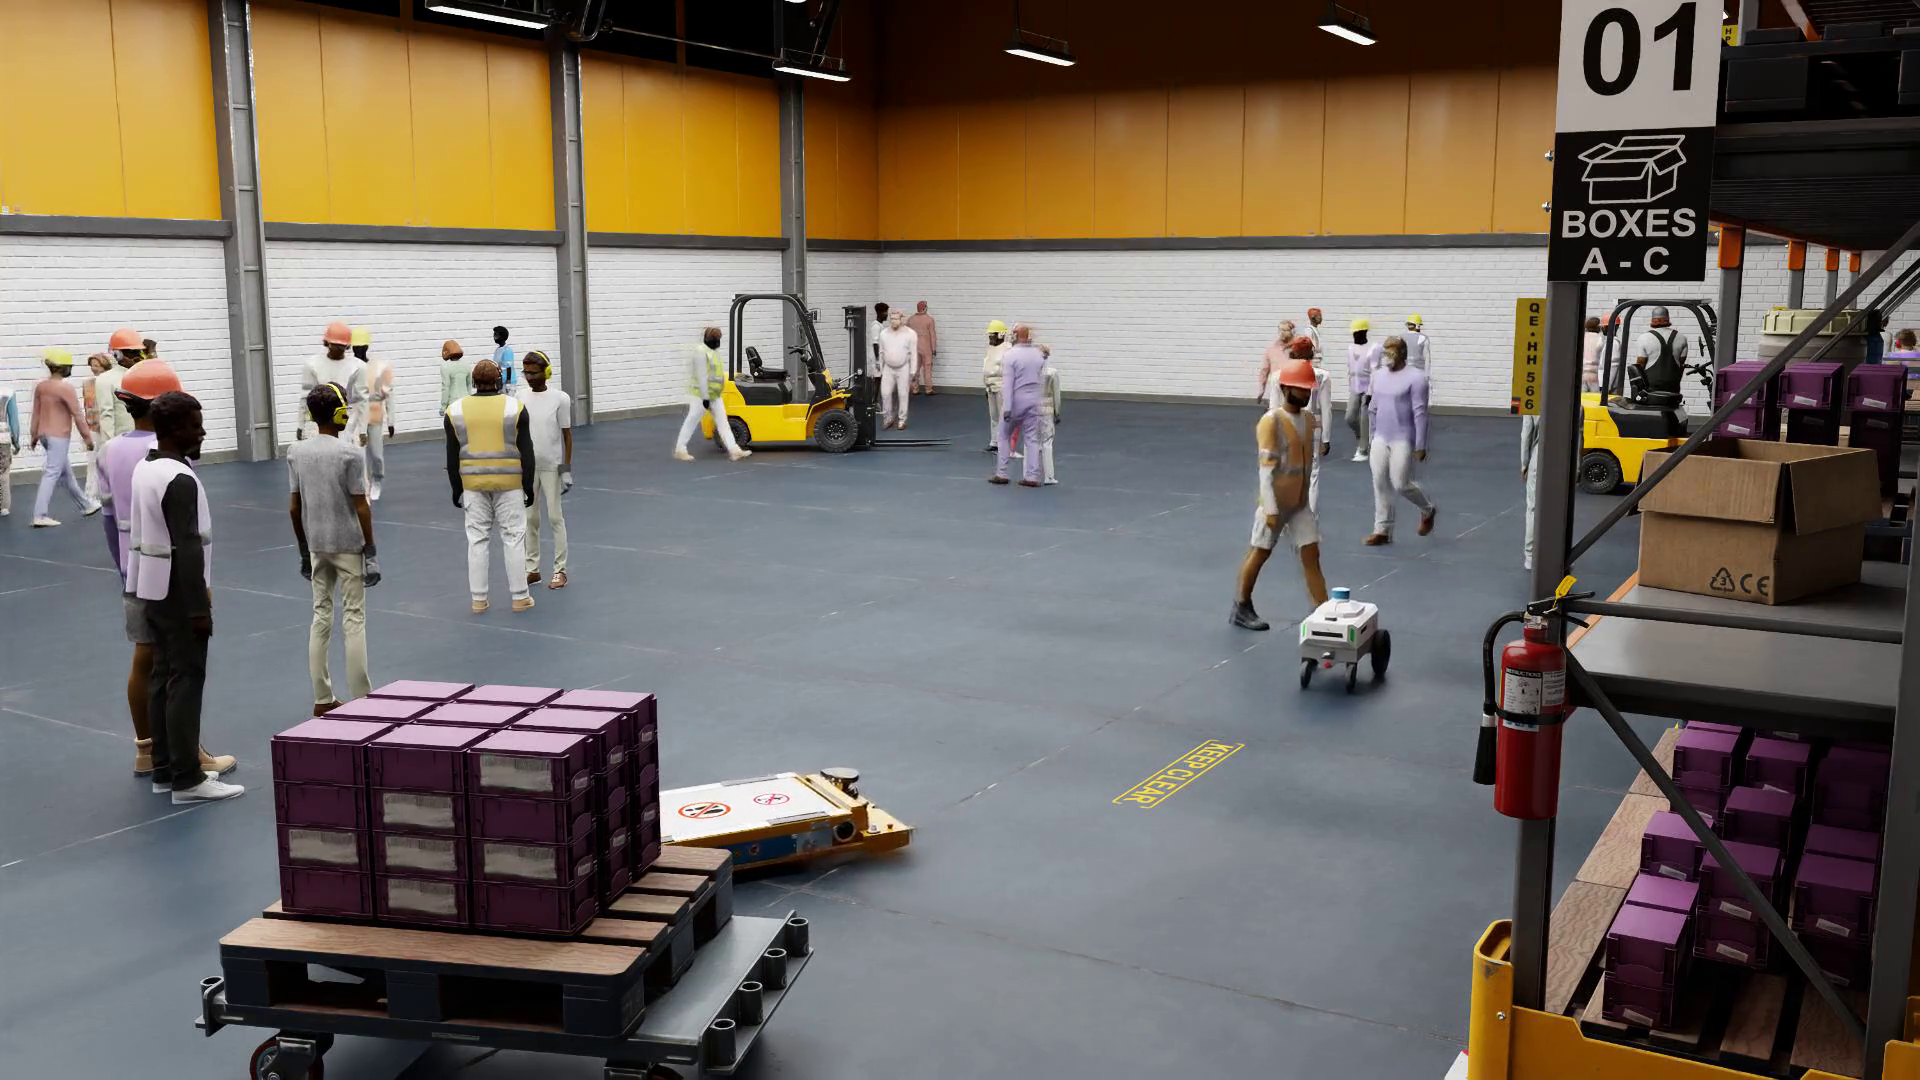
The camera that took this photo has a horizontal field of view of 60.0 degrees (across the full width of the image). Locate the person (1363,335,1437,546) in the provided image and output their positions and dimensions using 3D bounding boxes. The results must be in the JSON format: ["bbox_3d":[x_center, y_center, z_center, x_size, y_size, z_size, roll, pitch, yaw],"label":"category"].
[{"bbox_3d":[3.992,-0.901,15.045,0.687,1.915,0.629,-6,11,-32],"label":"person"}]

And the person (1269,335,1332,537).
[{"bbox_3d":[3.168,-0.958,15.491,0.574,1.884,0.355,3,10,18],"label":"person"}]

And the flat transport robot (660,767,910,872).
[{"bbox_3d":[-0.993,1.210,6.977,1.431,0.197,0.652,-5,10,-27],"label":"flat transport robot"}]

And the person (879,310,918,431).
[{"bbox_3d":[-0.996,-2.647,26.007,0.666,1.885,0.589,2,9,11],"label":"person"}]

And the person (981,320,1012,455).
[{"bbox_3d":[0.515,-2.067,22.572,0.403,1.830,0.601,-5,11,-30],"label":"person"}]

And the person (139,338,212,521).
[{"bbox_3d":[-7.569,-0.972,15.700,0.910,1.835,0.523,-4,10,-24],"label":"person"}]

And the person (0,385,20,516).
[{"bbox_3d":[-9.642,-0.987,16.540,0.519,1.612,0.820,-5,10,-30],"label":"person"}]

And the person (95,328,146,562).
[{"bbox_3d":[-7.001,-0.786,14.068,0.378,1.996,0.611,2,9,11],"label":"person"}]

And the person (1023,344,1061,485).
[{"bbox_3d":[0.917,-1.453,19.347,0.523,1.636,0.311,3,10,19],"label":"person"}]

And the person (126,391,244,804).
[{"bbox_3d":[-3.657,0.267,7.745,0.370,1.915,0.597,-8,12,-41],"label":"person"}]

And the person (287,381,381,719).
[{"bbox_3d":[-3.409,0.068,9.127,0.508,1.872,0.328,3,9,16],"label":"person"}]

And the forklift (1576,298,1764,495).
[{"bbox_3d":[7.954,-1.589,18.462,2.313,2.155,1.214,5,11,30],"label":"forklift"}]

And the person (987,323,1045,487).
[{"bbox_3d":[0.636,-1.564,19.273,0.666,1.873,0.800,-8,12,-40],"label":"person"}]

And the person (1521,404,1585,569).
[{"bbox_3d":[4.905,-0.615,13.786,0.492,1.742,0.321,5,10,27],"label":"person"}]

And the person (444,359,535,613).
[{"bbox_3d":[-3.386,-0.388,12.061,0.621,1.845,0.429,-1,9,-5],"label":"person"}]

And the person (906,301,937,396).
[{"bbox_3d":[-0.748,-3.866,33.564,0.636,1.911,0.406,4,10,26],"label":"person"}]

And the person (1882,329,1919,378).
[{"bbox_3d":[10.912,-1.528,19.288,0.863,1.812,0.436,8,12,41],"label":"person"}]

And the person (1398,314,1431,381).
[{"bbox_3d":[7.127,-2.644,26.200,0.587,1.825,0.404,6,11,32],"label":"person"}]

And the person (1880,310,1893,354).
[{"bbox_3d":[13.505,-2.432,24.517,0.361,1.939,0.635,-1,9,-7],"label":"person"}]

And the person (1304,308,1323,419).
[{"bbox_3d":[5.876,-2.912,27.687,0.355,1.885,0.575,3,10,20],"label":"person"}]

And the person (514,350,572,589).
[{"bbox_3d":[-3.268,-0.545,12.975,0.516,1.865,0.329,2,9,14],"label":"person"}]

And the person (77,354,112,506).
[{"bbox_3d":[-9.160,-1.196,17.850,0.532,1.606,0.771,2,9,11],"label":"person"}]

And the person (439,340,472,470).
[{"bbox_3d":[-6.295,-1.679,20.770,0.279,1.633,0.499,5,10,27],"label":"person"}]

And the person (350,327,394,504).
[{"bbox_3d":[-6.319,-1.312,17.668,0.590,1.899,0.882,-3,10,-17],"label":"person"}]

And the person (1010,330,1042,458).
[{"bbox_3d":[0.910,-1.957,22.224,0.797,1.733,0.537,-5,10,-28],"label":"person"}]

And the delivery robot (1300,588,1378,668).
[{"bbox_3d":[2.293,0.531,10.036,0.477,0.478,0.707,4,10,25],"label":"delivery robot"}]

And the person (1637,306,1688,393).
[{"bbox_3d":[9.395,-2.149,22.437,0.672,2.000,0.536,0,9,-2],"label":"person"}]

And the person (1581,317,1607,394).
[{"bbox_3d":[9.352,-2.389,24.633,0.637,1.804,0.866,7,12,38],"label":"person"}]

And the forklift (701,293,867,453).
[{"bbox_3d":[-2.458,-2.344,23.176,2.313,2.155,1.214,0,9,-2],"label":"forklift"}]

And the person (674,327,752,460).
[{"bbox_3d":[-3.296,-1.904,21.799,1.058,1.764,0.647,2,9,15],"label":"person"}]

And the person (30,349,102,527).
[{"bbox_3d":[-8.789,-1.012,16.330,0.566,1.713,0.922,5,10,27],"label":"person"}]

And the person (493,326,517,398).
[{"bbox_3d":[-6.745,-2.328,24.651,0.321,1.691,0.537,-6,11,-33],"label":"person"}]

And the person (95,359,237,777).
[{"bbox_3d":[-3.856,0.153,8.054,0.605,2.045,0.377,5,10,27],"label":"person"}]

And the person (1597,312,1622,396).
[{"bbox_3d":[8.766,-2.108,22.503,0.363,1.933,0.552,4,10,23],"label":"person"}]

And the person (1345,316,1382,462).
[{"bbox_3d":[5.251,-1.962,21.712,0.458,1.903,0.583,-7,11,-35],"label":"person"}]

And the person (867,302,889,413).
[{"bbox_3d":[-1.436,-3.205,29.296,0.388,1.957,0.616,1,9,4],"label":"person"}]

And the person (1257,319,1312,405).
[{"bbox_3d":[4.201,-1.930,21.632,0.668,1.855,0.985,6,11,35],"label":"person"}]

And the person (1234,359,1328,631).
[{"bbox_3d":[2.238,-0.269,11.188,0.576,1.877,1.016,-7,11,-37],"label":"person"}]

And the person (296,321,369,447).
[{"bbox_3d":[-6.045,-1.102,16.027,0.702,1.997,0.514,-2,9,-15],"label":"person"}]
